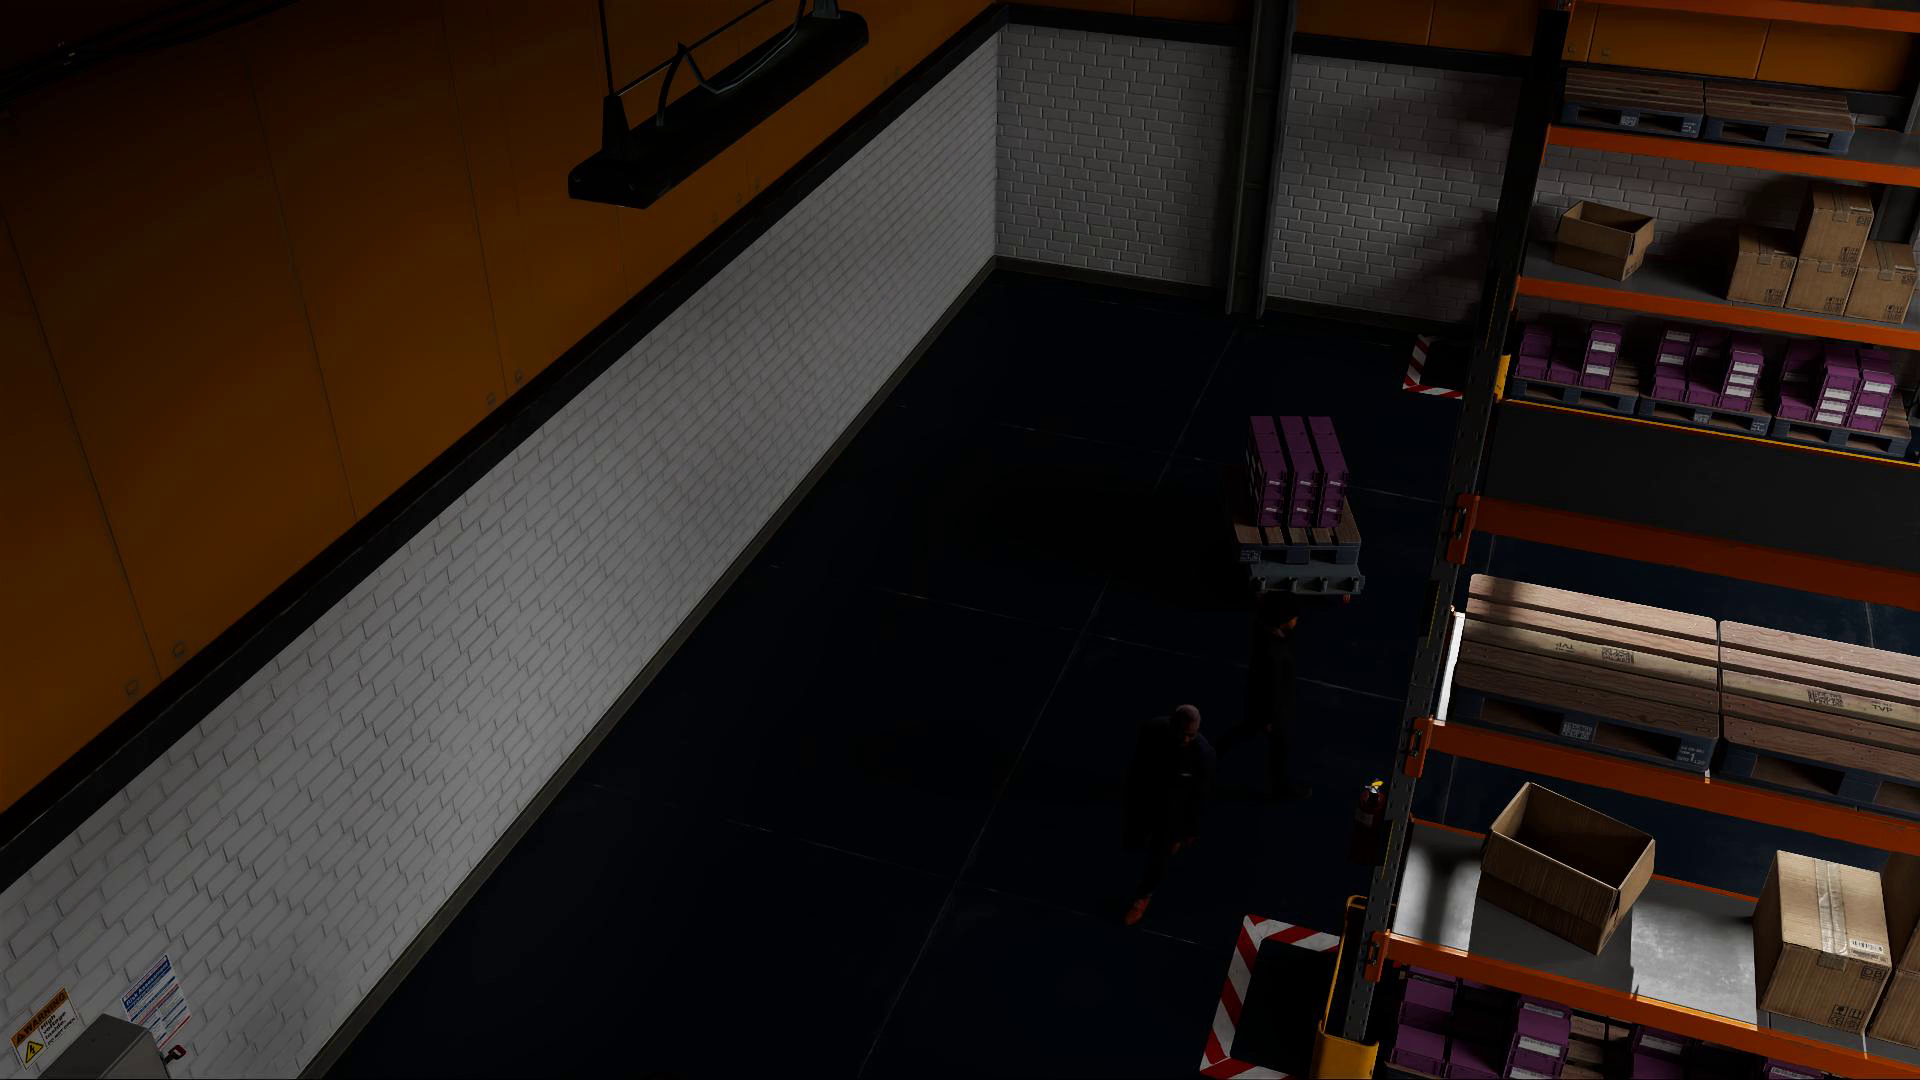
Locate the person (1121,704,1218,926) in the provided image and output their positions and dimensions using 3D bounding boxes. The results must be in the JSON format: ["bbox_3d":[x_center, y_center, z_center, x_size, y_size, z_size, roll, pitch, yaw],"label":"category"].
[{"bbox_3d":[1.329,1.660,10.470,0.990,1.784,0.947,-27,42,-35],"label":"person"}]

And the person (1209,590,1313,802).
[{"bbox_3d":[2.012,1.090,11.357,1.201,1.751,0.917,-2,34,-3],"label":"person"}]
